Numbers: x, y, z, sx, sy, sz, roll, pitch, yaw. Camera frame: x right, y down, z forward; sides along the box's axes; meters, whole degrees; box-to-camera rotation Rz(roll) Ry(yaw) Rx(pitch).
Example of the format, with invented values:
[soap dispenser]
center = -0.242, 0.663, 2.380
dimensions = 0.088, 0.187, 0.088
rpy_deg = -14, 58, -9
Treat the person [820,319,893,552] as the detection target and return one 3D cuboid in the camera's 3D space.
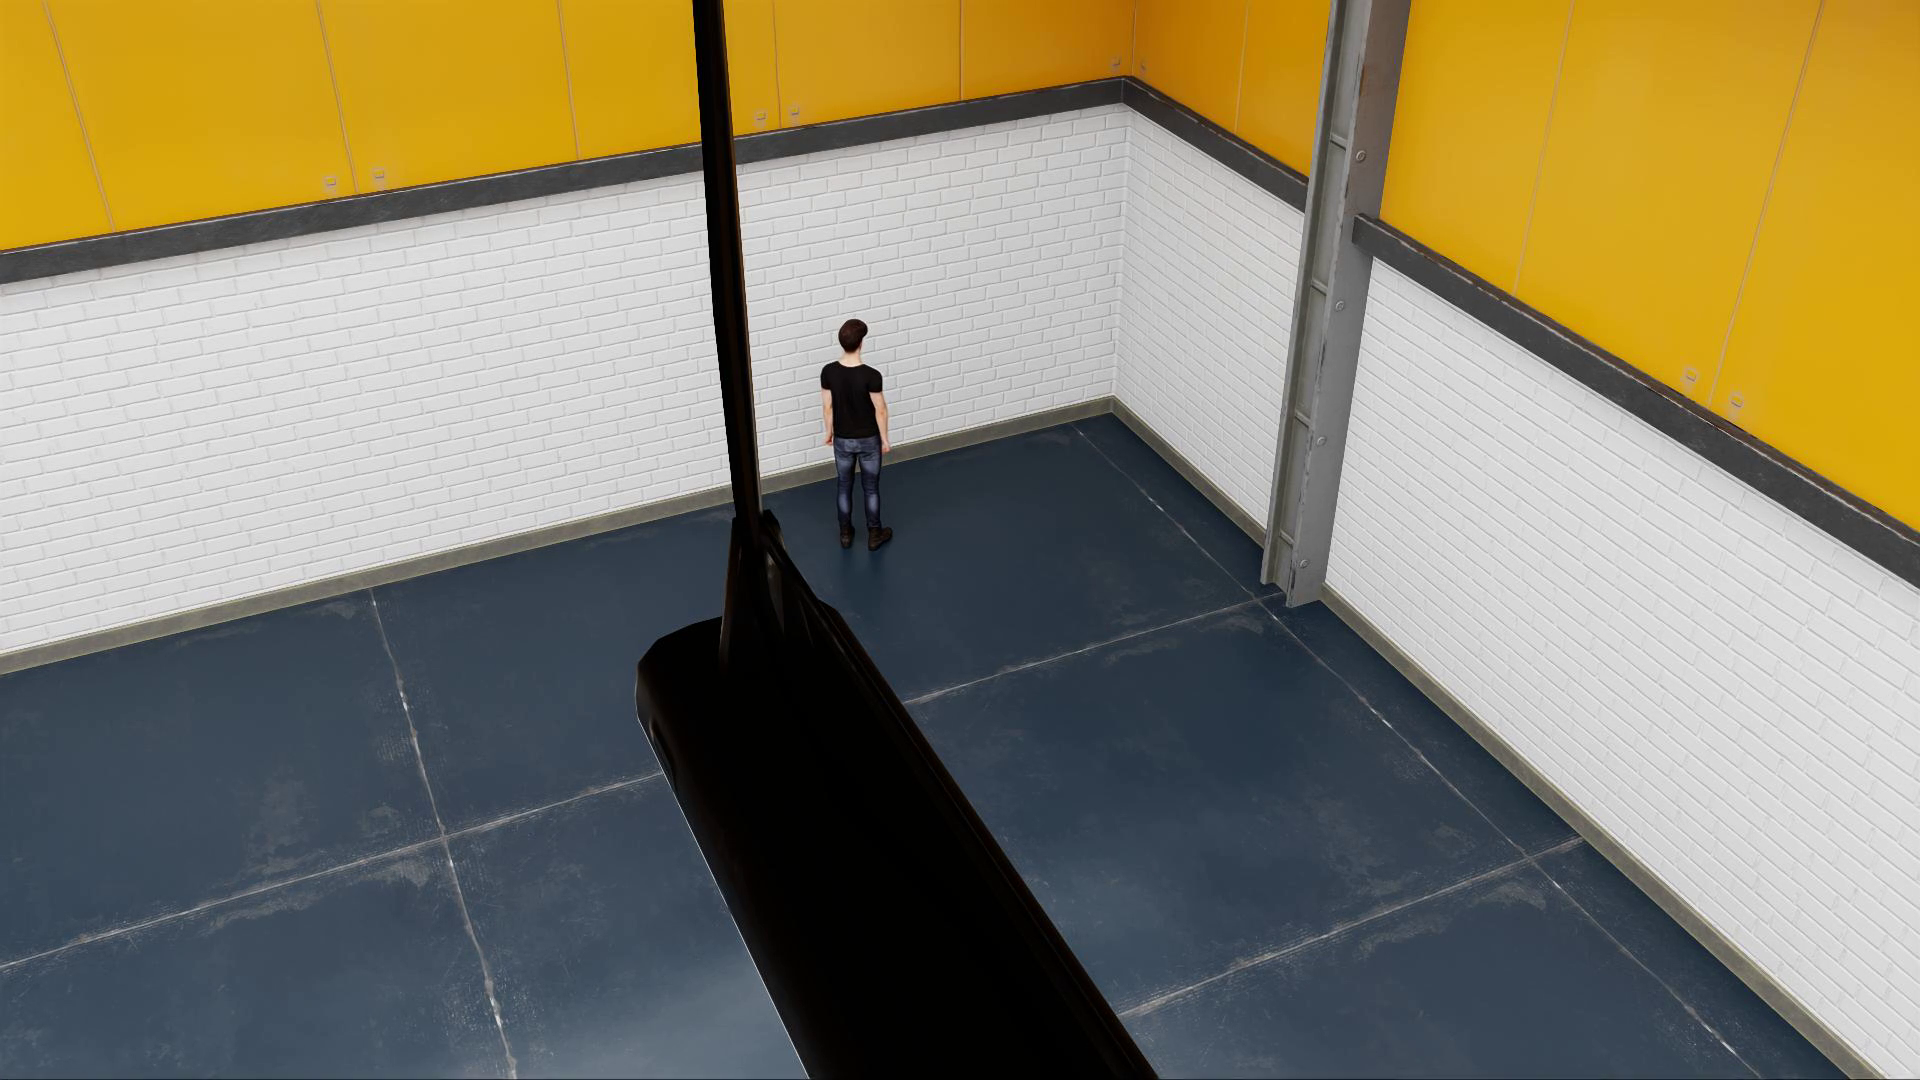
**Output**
[person]
center = -0.786, -0.779, 12.591
dimensions = 0.761, 1.896, 0.789
rpy_deg = 7, 34, 11
